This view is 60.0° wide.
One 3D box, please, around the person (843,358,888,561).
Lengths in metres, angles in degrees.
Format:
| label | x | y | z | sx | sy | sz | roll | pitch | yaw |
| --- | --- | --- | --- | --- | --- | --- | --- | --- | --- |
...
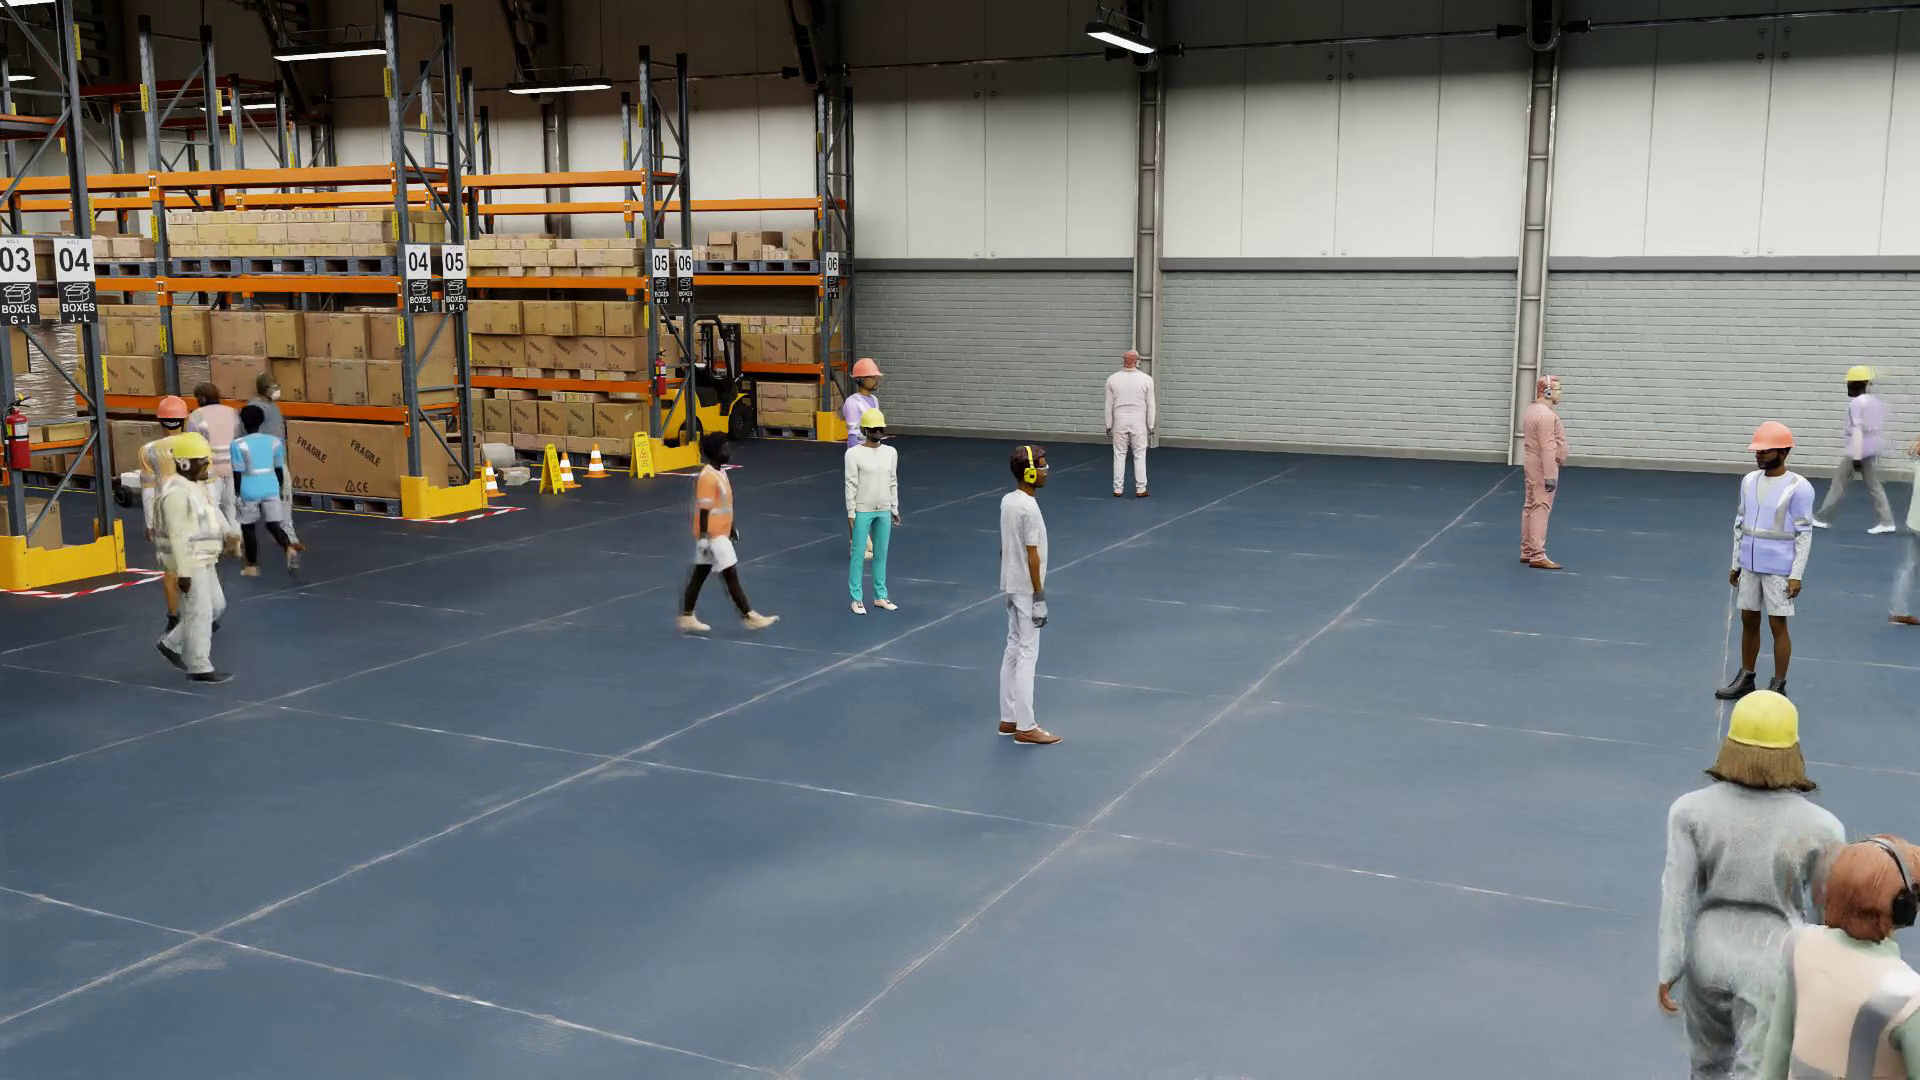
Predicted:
| label | x | y | z | sx | sy | sz | roll | pitch | yaw |
| --- | --- | --- | --- | --- | --- | --- | --- | --- | --- |
| person | -0.952 | -0.823 | 16.942 | 0.370 | 2.048 | 0.608 | 3 | 10 | 19 |

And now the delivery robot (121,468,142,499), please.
| label | x | y | z | sx | sy | sz | roll | pitch | yaw |
| --- | --- | --- | --- | --- | --- | --- | --- | --- | --- |
| delivery robot | -10.048 | -0.726 | 20.623 | 0.707 | 0.478 | 0.477 | 4 | 10 | 25 |

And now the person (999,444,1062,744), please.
| label | x | y | z | sx | sy | sz | roll | pitch | yaw |
| --- | --- | --- | --- | --- | --- | --- | --- | --- | --- |
| person | 0.419 | 0.334 | 10.385 | 0.329 | 1.873 | 0.516 | -3 | 10 | -20 |

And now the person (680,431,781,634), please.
| label | x | y | z | sx | sy | sz | roll | pitch | yaw |
| --- | --- | --- | --- | --- | --- | --- | --- | --- | --- |
| person | -1.890 | -0.051 | 13.385 | 0.856 | 1.646 | 0.556 | 0 | 9 | 0 |

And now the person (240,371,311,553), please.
| label | x | y | z | sx | sy | sz | roll | pitch | yaw |
| --- | --- | --- | --- | --- | --- | --- | --- | --- | --- |
| person | -7.214 | -0.783 | 17.166 | 0.743 | 1.923 | 0.667 | 0 | 9 | -1 |

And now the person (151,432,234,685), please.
| label | x | y | z | sx | sy | sz | roll | pitch | yaw |
| --- | --- | --- | --- | --- | --- | --- | --- | --- | --- |
| person | -5.454 | 0.137 | 11.759 | 0.475 | 1.813 | 0.614 | -2 | 10 | -14 |

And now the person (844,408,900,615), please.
| label | x | y | z | sx | sy | sz | roll | pitch | yaw |
| --- | --- | --- | --- | --- | --- | --- | --- | --- | --- |
| person | -0.749 | -0.250 | 14.289 | 0.522 | 1.769 | 0.311 | -6 | 11 | -35 |

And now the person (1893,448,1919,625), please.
| label | x | y | z | sx | sy | sz | roll | pitch | yaw |
| --- | --- | --- | --- | --- | --- | --- | --- | --- | --- |
| person | 8.015 | -0.073 | 13.652 | 0.571 | 1.615 | 0.514 | 2 | 9 | 12 |

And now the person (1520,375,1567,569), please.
| label | x | y | z | sx | sy | sz | roll | pitch | yaw |
| --- | --- | --- | --- | --- | --- | --- | --- | --- | --- |
| person | 5.788 | -0.672 | 16.462 | 0.406 | 1.911 | 0.649 | 1 | 9 | 4 |

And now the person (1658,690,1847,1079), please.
| label | x | y | z | sx | sy | sz | roll | pitch | yaw |
| --- | --- | --- | --- | --- | --- | --- | --- | --- | --- |
| person | 2.396 | 1.293 | 5.047 | 0.503 | 1.695 | 0.914 | 6 | 11 | 30 |

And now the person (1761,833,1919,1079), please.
| label | x | y | z | sx | sy | sz | roll | pitch | yaw |
| --- | --- | --- | --- | --- | --- | --- | --- | --- | --- |
| person | 2.184 | 1.503 | 4.049 | 0.875 | 1.594 | 0.508 | -1 | 9 | -8 |

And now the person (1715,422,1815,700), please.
| label | x | y | z | sx | sy | sz | roll | pitch | yaw |
| --- | --- | --- | --- | --- | --- | --- | --- | --- | --- |
| person | 5.412 | 0.170 | 11.186 | 0.363 | 1.935 | 0.553 | -4 | 10 | -24 |

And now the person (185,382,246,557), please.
| label | x | y | z | sx | sy | sz | roll | pitch | yaw |
| --- | --- | --- | --- | --- | --- | --- | --- | --- | --- |
| person | -7.472 | -0.690 | 16.836 | 0.601 | 1.820 | 0.645 | 8 | 12 | 41 |

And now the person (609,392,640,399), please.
| label | x | y | z | sx | sy | sz | roll | pitch | yaw |
| --- | --- | --- | --- | --- | --- | --- | --- | --- | --- |
| person | -5.284 | -2.286 | 26.542 | 0.921 | 1.855 | 0.589 | 4 | 10 | 24 |

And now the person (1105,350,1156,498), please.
| label | x | y | z | sx | sy | sz | roll | pitch | yaw |
| --- | --- | --- | --- | --- | --- | --- | --- | --- | --- |
| person | 2.204 | -1.497 | 21.500 | 0.651 | 1.906 | 0.401 | 2 | 10 | 14 |

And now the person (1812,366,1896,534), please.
| label | x | y | z | sx | sy | sz | roll | pitch | yaw |
| --- | --- | --- | --- | --- | --- | --- | --- | --- | --- |
| person | 10.059 | -1.010 | 18.639 | 0.608 | 1.870 | 1.009 | -8 | 12 | -40 |

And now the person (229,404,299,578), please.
| label | x | y | z | sx | sy | sz | roll | pitch | yaw |
| --- | --- | --- | --- | --- | --- | --- | --- | --- | --- |
| person | -6.610 | -0.445 | 15.762 | 0.650 | 1.681 | 0.538 | 7 | 11 | 36 |

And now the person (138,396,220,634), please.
| label | x | y | z | sx | sy | sz | roll | pitch | yaw |
| --- | --- | --- | --- | --- | --- | --- | --- | --- | --- |
| person | -6.274 | -0.189 | 13.385 | 0.543 | 1.939 | 0.360 | -4 | 10 | -25 |
